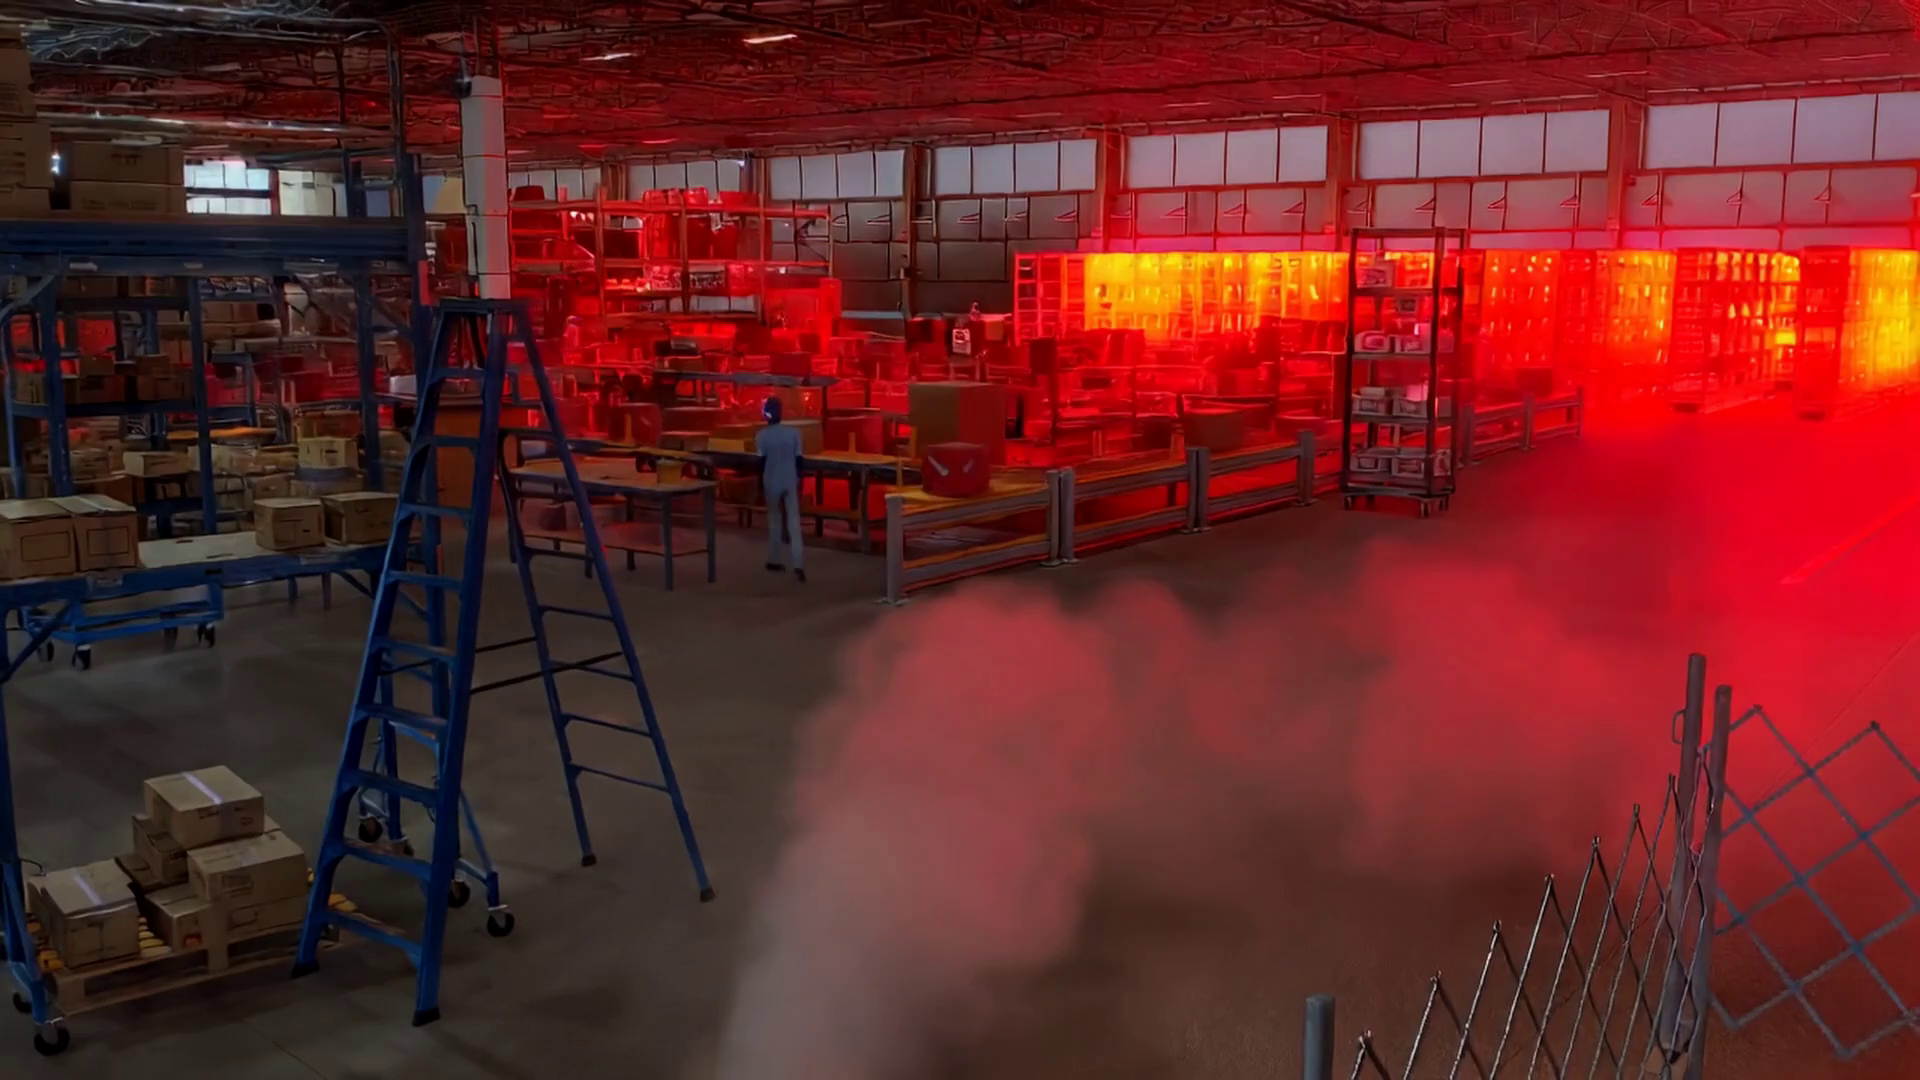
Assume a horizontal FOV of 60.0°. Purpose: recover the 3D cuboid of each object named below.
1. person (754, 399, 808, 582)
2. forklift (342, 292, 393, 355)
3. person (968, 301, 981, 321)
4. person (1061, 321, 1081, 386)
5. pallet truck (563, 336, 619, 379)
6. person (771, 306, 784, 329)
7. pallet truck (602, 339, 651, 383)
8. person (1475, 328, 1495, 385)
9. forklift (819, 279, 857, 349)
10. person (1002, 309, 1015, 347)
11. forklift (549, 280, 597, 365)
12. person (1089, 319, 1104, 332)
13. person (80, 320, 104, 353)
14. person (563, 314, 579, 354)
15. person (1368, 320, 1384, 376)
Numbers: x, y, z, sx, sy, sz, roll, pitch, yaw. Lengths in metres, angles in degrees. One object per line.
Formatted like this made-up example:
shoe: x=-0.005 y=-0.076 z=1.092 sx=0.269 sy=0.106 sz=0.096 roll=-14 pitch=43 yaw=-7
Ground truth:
person: x=-1.758 y=-0.502 z=16.517 sx=0.570 sy=1.813 sz=0.988 roll=-3 pitch=10 yaw=-20
forklift: x=-16.485 y=-5.622 z=45.120 sx=1.129 sy=2.768 sz=1.873 roll=7 pitch=11 yaw=37
person: x=0.598 y=-8.704 z=67.289 sx=0.551 sy=1.936 sz=0.357 roll=-2 pitch=9 yaw=-15
person: x=2.895 y=-4.723 z=42.824 sx=0.609 sy=1.808 sz=0.487 roll=-2 pitch=9 yaw=-10
pallet truck: x=-10.690 y=-5.294 z=48.215 sx=1.601 sy=1.201 sz=0.680 roll=-5 pitch=10 yaw=-26
person: x=-6.149 y=-6.954 z=56.331 sx=0.405 sy=1.948 sz=0.605 roll=6 pitch=11 yaw=32
pallet truck: x=-8.991 y=-4.871 z=45.351 sx=0.653 sy=1.274 sz=1.630 roll=7 pitch=11 yaw=37
person: x=11.883 y=-3.928 z=37.918 sx=0.834 sy=1.803 sz=0.595 roll=8 pitch=12 yaw=42
forklift: x=-4.983 y=-8.737 z=64.563 sx=1.129 sy=2.768 sz=1.873 roll=7 pitch=11 yaw=37
person: x=1.809 y=-7.737 z=61.893 sx=0.485 sy=1.735 sz=0.343 roll=-1 pitch=9 yaw=-8
forklift: x=-12.715 y=-6.951 z=53.412 sx=1.129 sy=2.768 sz=1.873 roll=7 pitch=11 yaw=37
person: x=3.522 y=-4.809 z=43.193 sx=0.666 sy=1.874 sz=0.814 roll=-5 pitch=11 yaw=-31
person: x=-21.266 y=-4.429 z=40.702 sx=0.653 sy=1.906 sz=0.405 roll=3 pitch=10 yaw=20
person: x=-11.647 y=-5.860 z=49.916 sx=0.598 sy=1.815 sz=0.583 roll=6 pitch=11 yaw=33
person: x=9.700 y=-4.133 z=38.674 sx=0.616 sy=1.968 sz=0.809 roll=-9 pitch=13 yaw=-43
